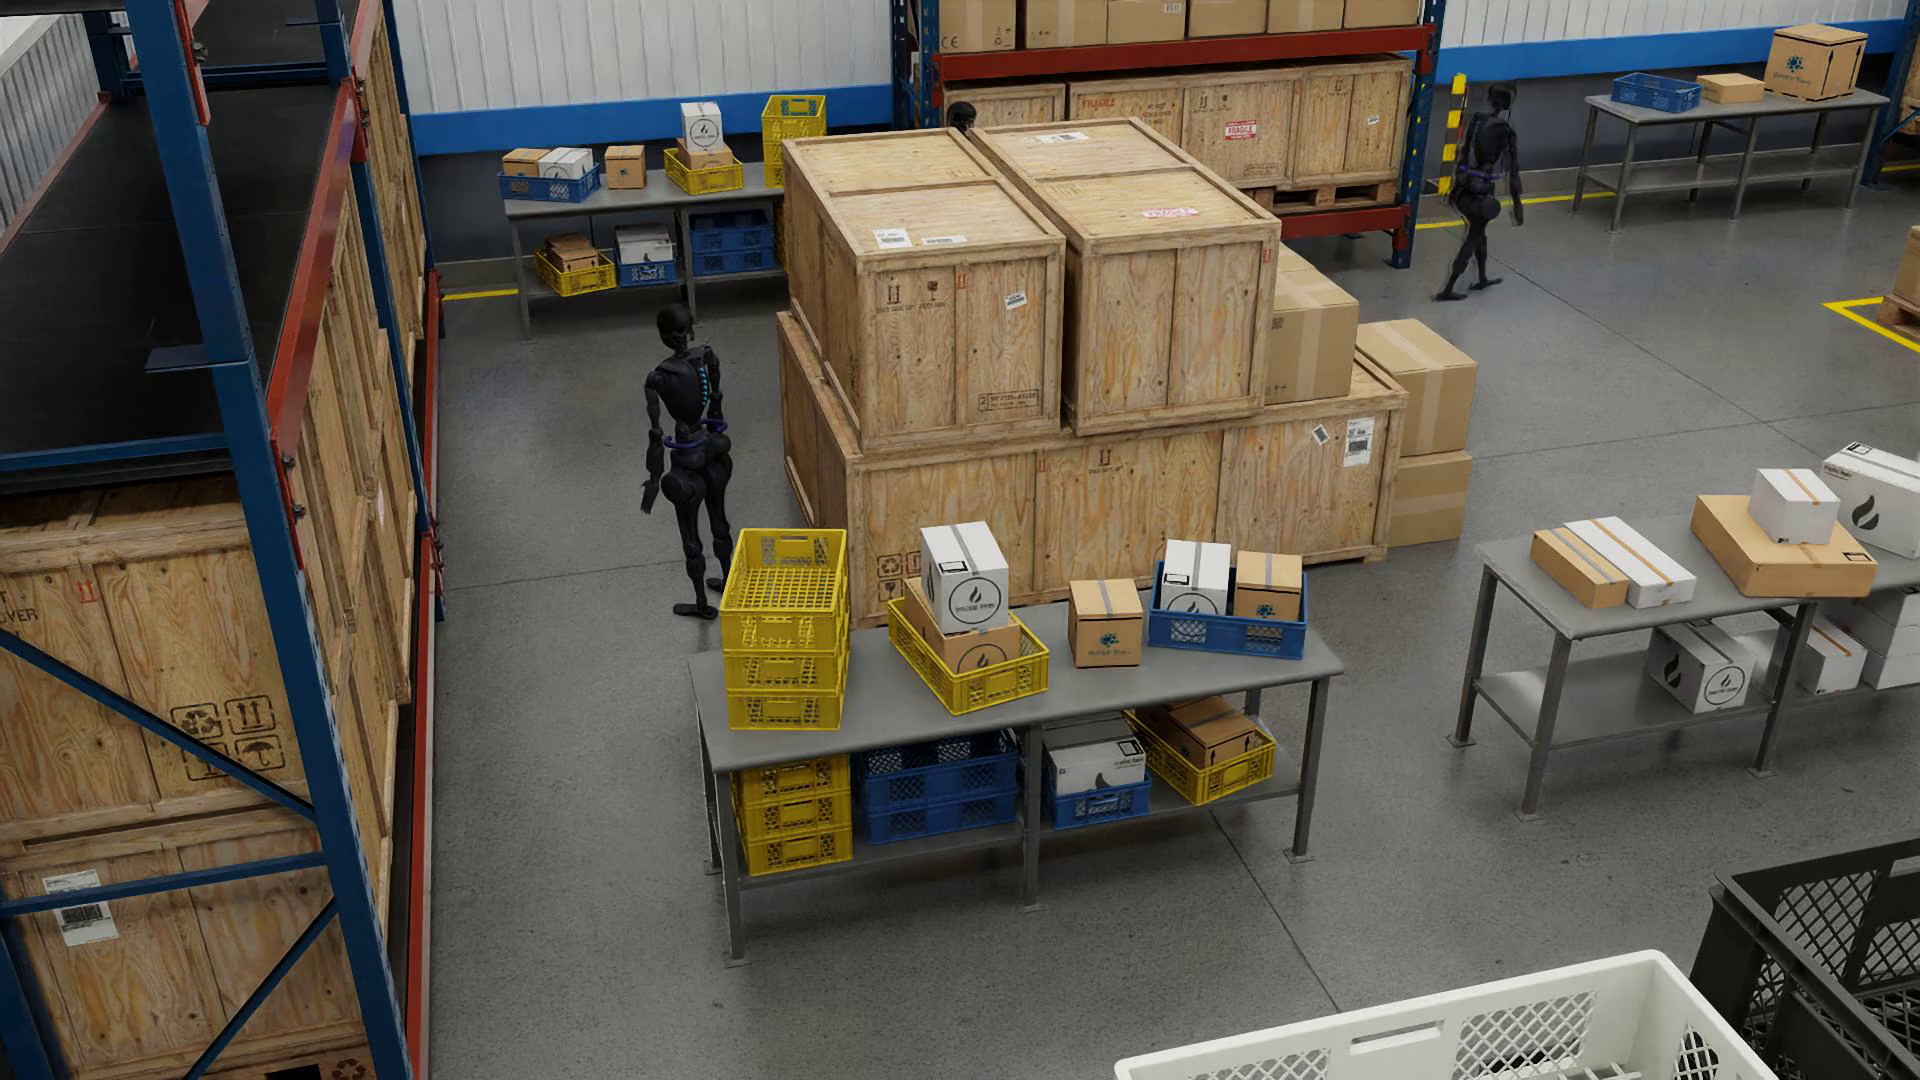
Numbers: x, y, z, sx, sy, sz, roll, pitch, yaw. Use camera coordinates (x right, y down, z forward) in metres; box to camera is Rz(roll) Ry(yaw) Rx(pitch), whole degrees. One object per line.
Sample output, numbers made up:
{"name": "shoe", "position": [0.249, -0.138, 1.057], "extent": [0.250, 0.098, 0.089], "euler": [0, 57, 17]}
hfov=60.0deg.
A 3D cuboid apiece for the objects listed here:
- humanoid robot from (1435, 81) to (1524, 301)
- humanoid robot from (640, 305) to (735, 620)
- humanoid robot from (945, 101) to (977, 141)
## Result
{"name": "humanoid robot", "position": [3.936, -2.591, 12.381], "extent": [0.712, 1.629, 0.603], "euler": [-8, 30, -14]}
{"name": "humanoid robot", "position": [-1.358, -0.393, 8.359], "extent": [0.321, 1.652, 0.603], "euler": [17, 33, 27]}
{"name": "humanoid robot", "position": [0.011, -2.271, 11.761], "extent": [0.312, 1.660, 0.608], "euler": [18, 34, 29]}
